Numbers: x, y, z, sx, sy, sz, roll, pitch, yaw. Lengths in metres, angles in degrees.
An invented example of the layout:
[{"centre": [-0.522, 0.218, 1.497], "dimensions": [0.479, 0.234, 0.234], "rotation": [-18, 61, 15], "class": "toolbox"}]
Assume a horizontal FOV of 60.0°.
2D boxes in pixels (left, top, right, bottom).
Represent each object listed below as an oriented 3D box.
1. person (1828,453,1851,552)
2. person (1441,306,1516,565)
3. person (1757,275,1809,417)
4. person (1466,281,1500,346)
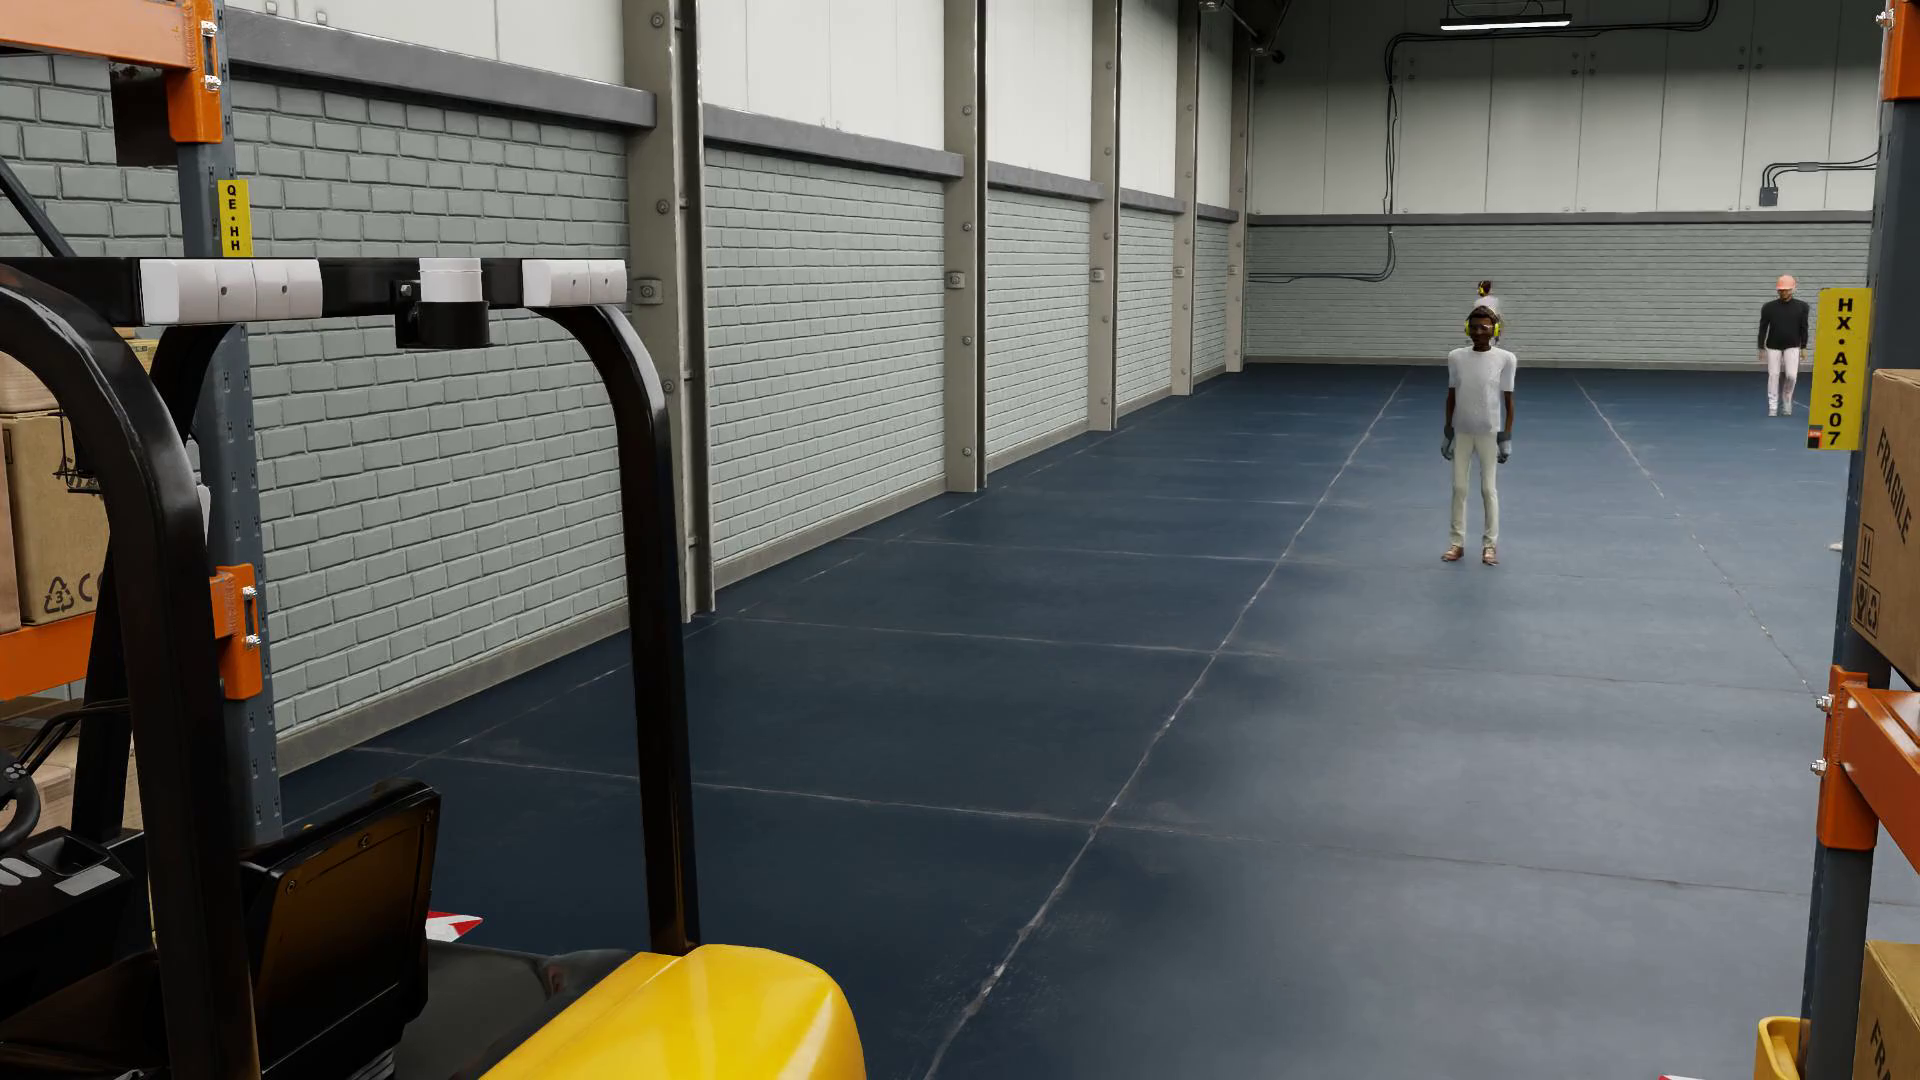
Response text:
[{"centre": [6.951, -0.727, 12.409], "dimensions": [0.780, 1.665, 0.530], "rotation": [-2, 10, -14], "class": "person"}, {"centre": [3.717, -0.749, 11.961], "dimensions": [0.509, 1.859, 0.330], "rotation": [7, 12, 34], "class": "person"}, {"centre": [11.445, -2.693, 23.168], "dimensions": [0.646, 1.972, 0.464], "rotation": [5, 11, 27], "class": "person"}, {"centre": [9.090, -3.599, 29.028], "dimensions": [0.540, 1.818, 1.006], "rotation": [-5, 11, -26], "class": "person"}]
